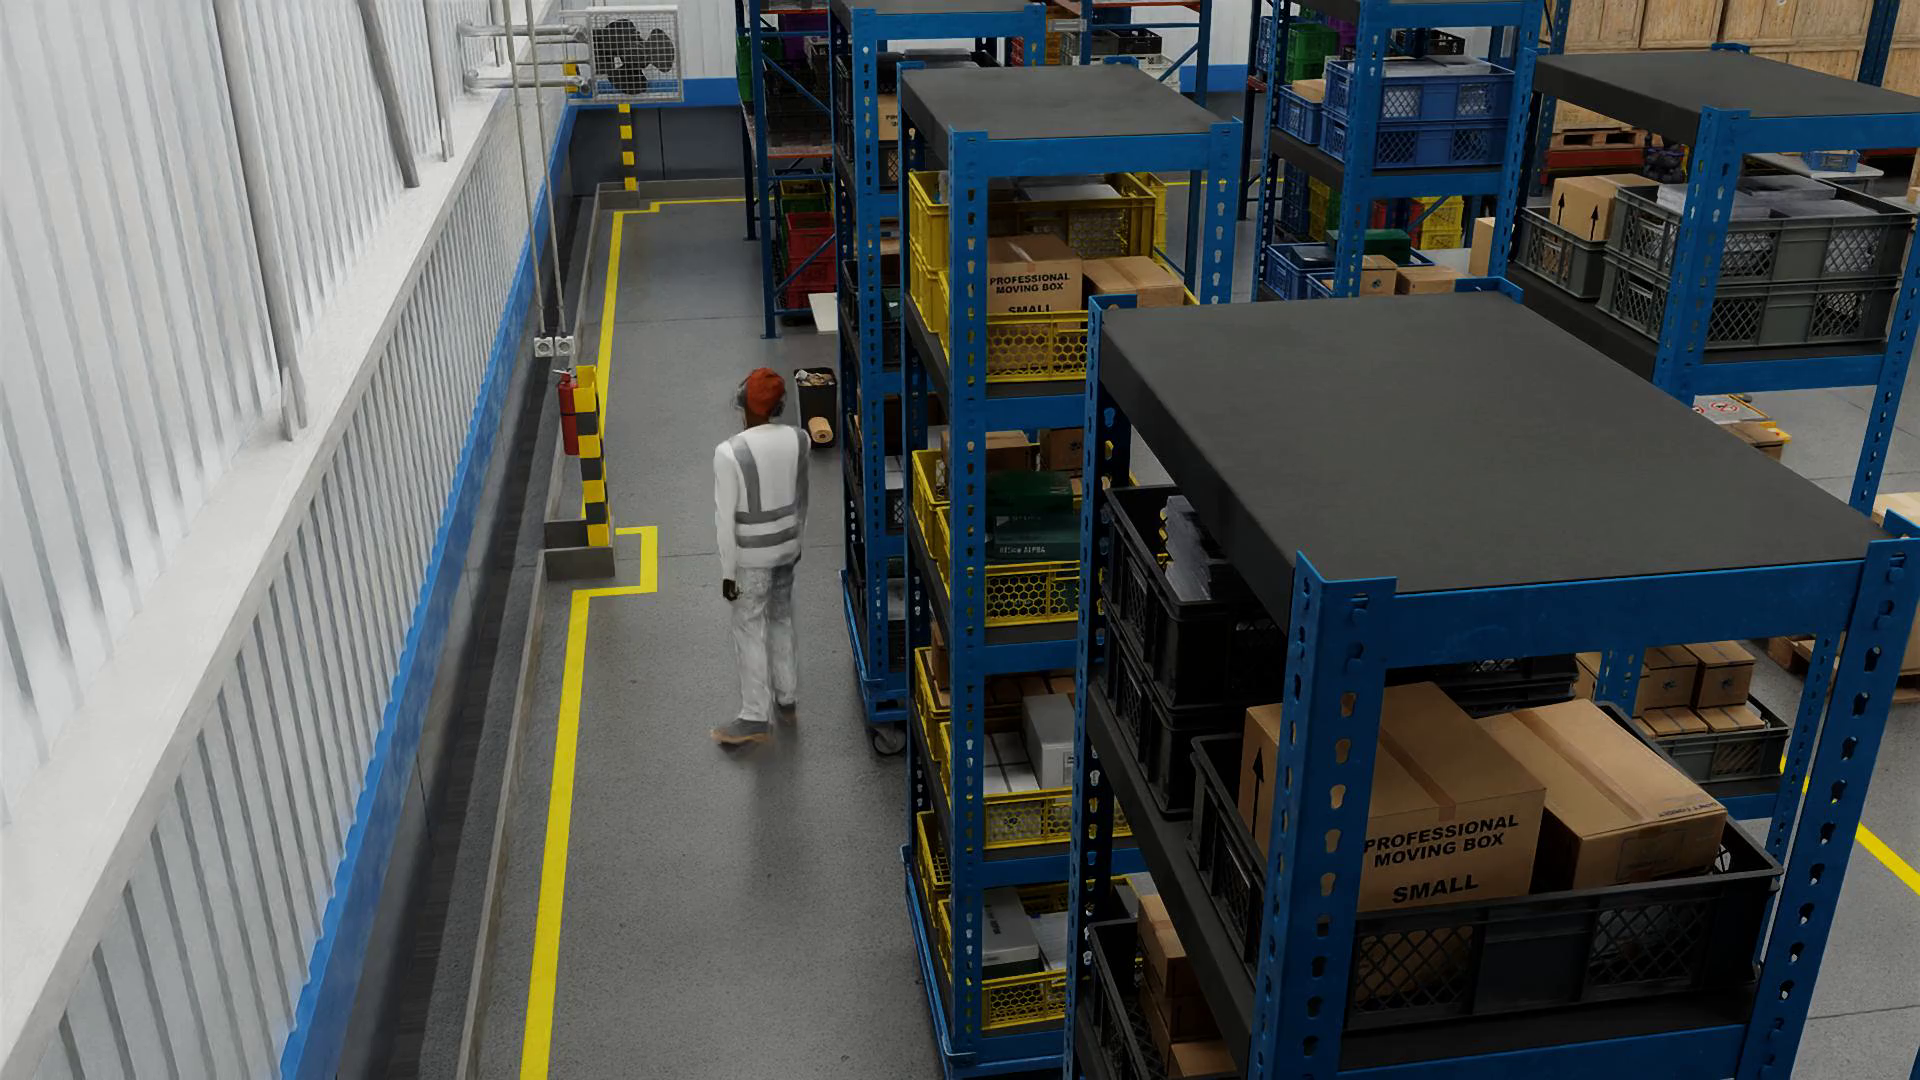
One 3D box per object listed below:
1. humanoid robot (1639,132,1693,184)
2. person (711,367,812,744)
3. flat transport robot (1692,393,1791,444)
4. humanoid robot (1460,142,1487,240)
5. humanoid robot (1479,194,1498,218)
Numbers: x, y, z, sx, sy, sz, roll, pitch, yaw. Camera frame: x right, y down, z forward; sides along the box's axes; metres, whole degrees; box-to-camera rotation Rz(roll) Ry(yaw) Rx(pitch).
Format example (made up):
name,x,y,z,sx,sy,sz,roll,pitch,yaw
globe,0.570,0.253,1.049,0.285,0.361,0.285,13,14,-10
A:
name,x,y,z,sx,sy,sz,roll,pitch,yaw
humanoid robot,7.110,-3.751,16.750,0.310,1.657,0.609,-18,30,-34
person,-0.990,0.094,8.212,0.402,1.842,0.738,20,31,37
flat transport robot,5.224,-0.859,12.132,1.431,0.197,0.652,-4,25,-8
humanoid robot,5.142,-3.591,16.416,0.574,1.647,0.363,-16,29,-31
humanoid robot,5.150,-3.452,16.099,0.315,1.657,0.599,-9,26,-18
